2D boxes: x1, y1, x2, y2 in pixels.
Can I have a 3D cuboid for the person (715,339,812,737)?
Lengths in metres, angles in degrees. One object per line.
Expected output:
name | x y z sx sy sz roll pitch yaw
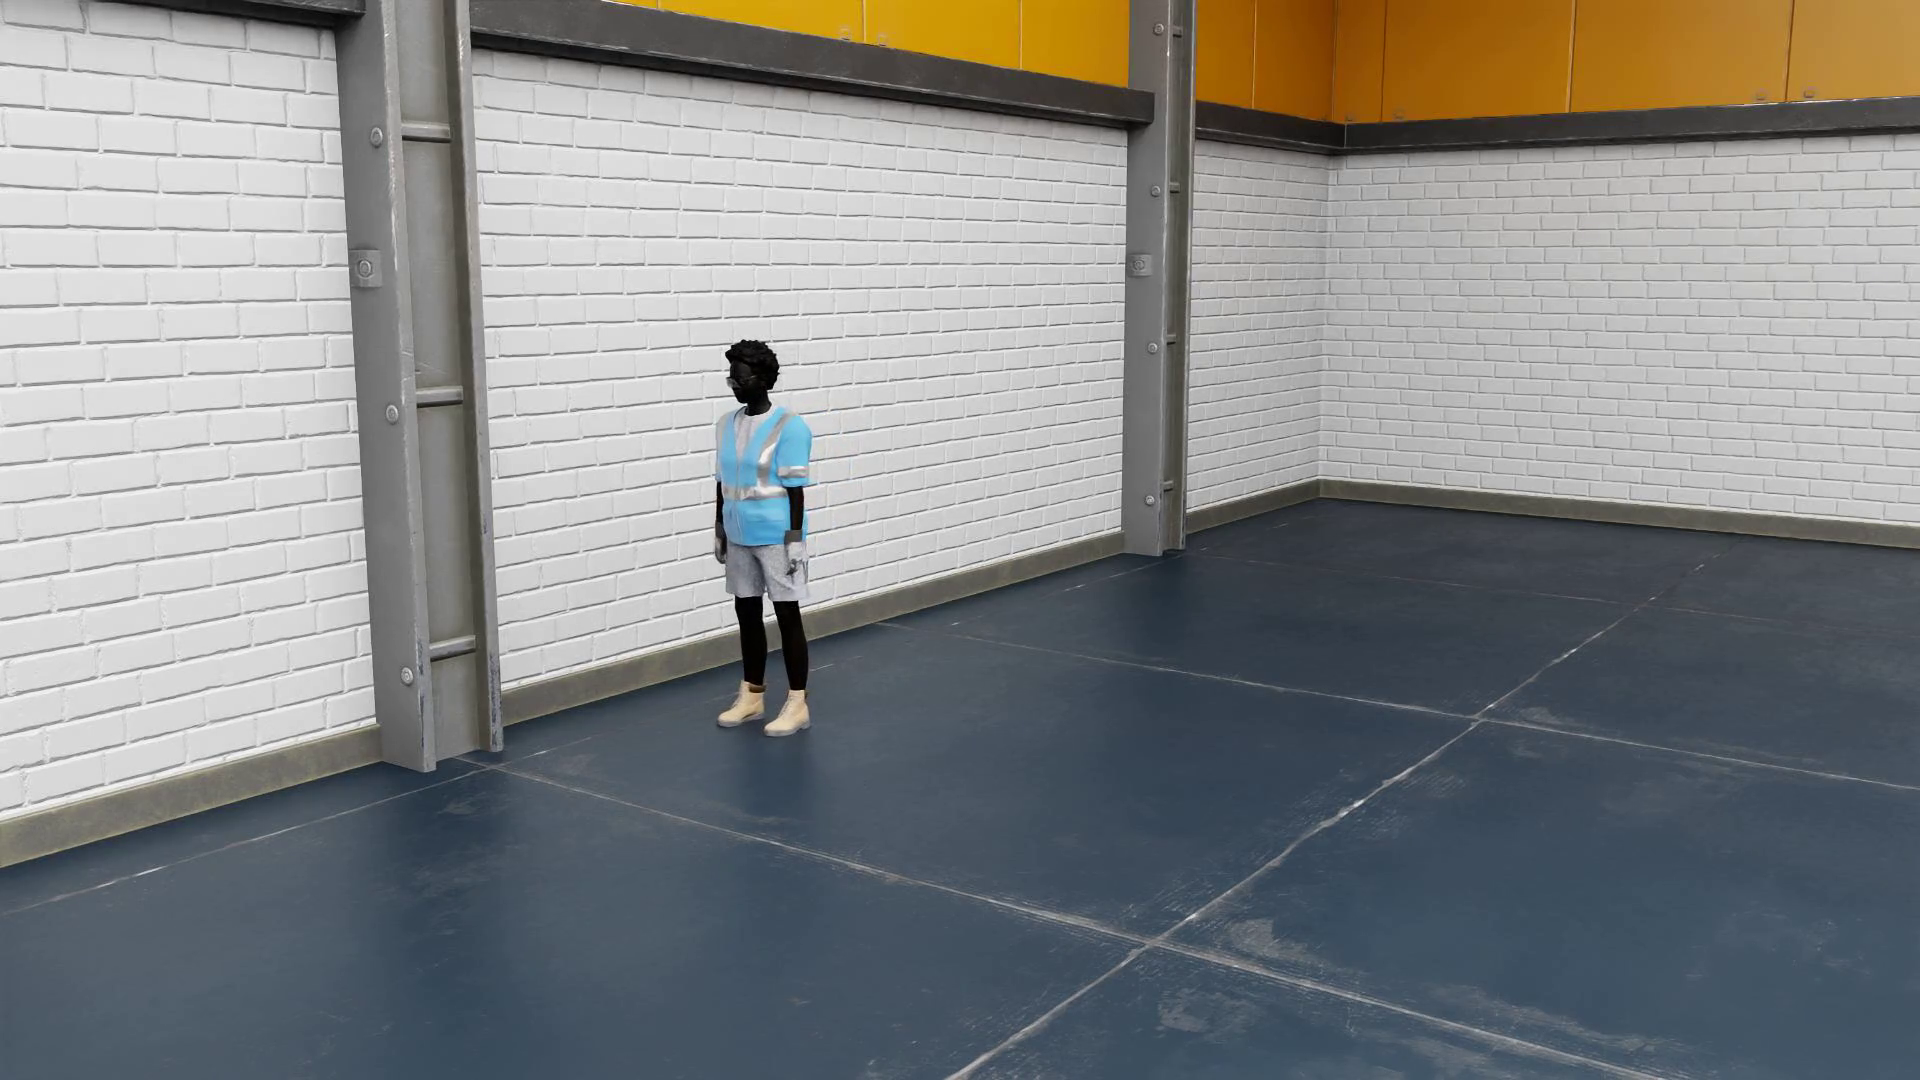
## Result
person | -0.854 -0.010 7.135 0.533 1.693 0.319 7 12 36
